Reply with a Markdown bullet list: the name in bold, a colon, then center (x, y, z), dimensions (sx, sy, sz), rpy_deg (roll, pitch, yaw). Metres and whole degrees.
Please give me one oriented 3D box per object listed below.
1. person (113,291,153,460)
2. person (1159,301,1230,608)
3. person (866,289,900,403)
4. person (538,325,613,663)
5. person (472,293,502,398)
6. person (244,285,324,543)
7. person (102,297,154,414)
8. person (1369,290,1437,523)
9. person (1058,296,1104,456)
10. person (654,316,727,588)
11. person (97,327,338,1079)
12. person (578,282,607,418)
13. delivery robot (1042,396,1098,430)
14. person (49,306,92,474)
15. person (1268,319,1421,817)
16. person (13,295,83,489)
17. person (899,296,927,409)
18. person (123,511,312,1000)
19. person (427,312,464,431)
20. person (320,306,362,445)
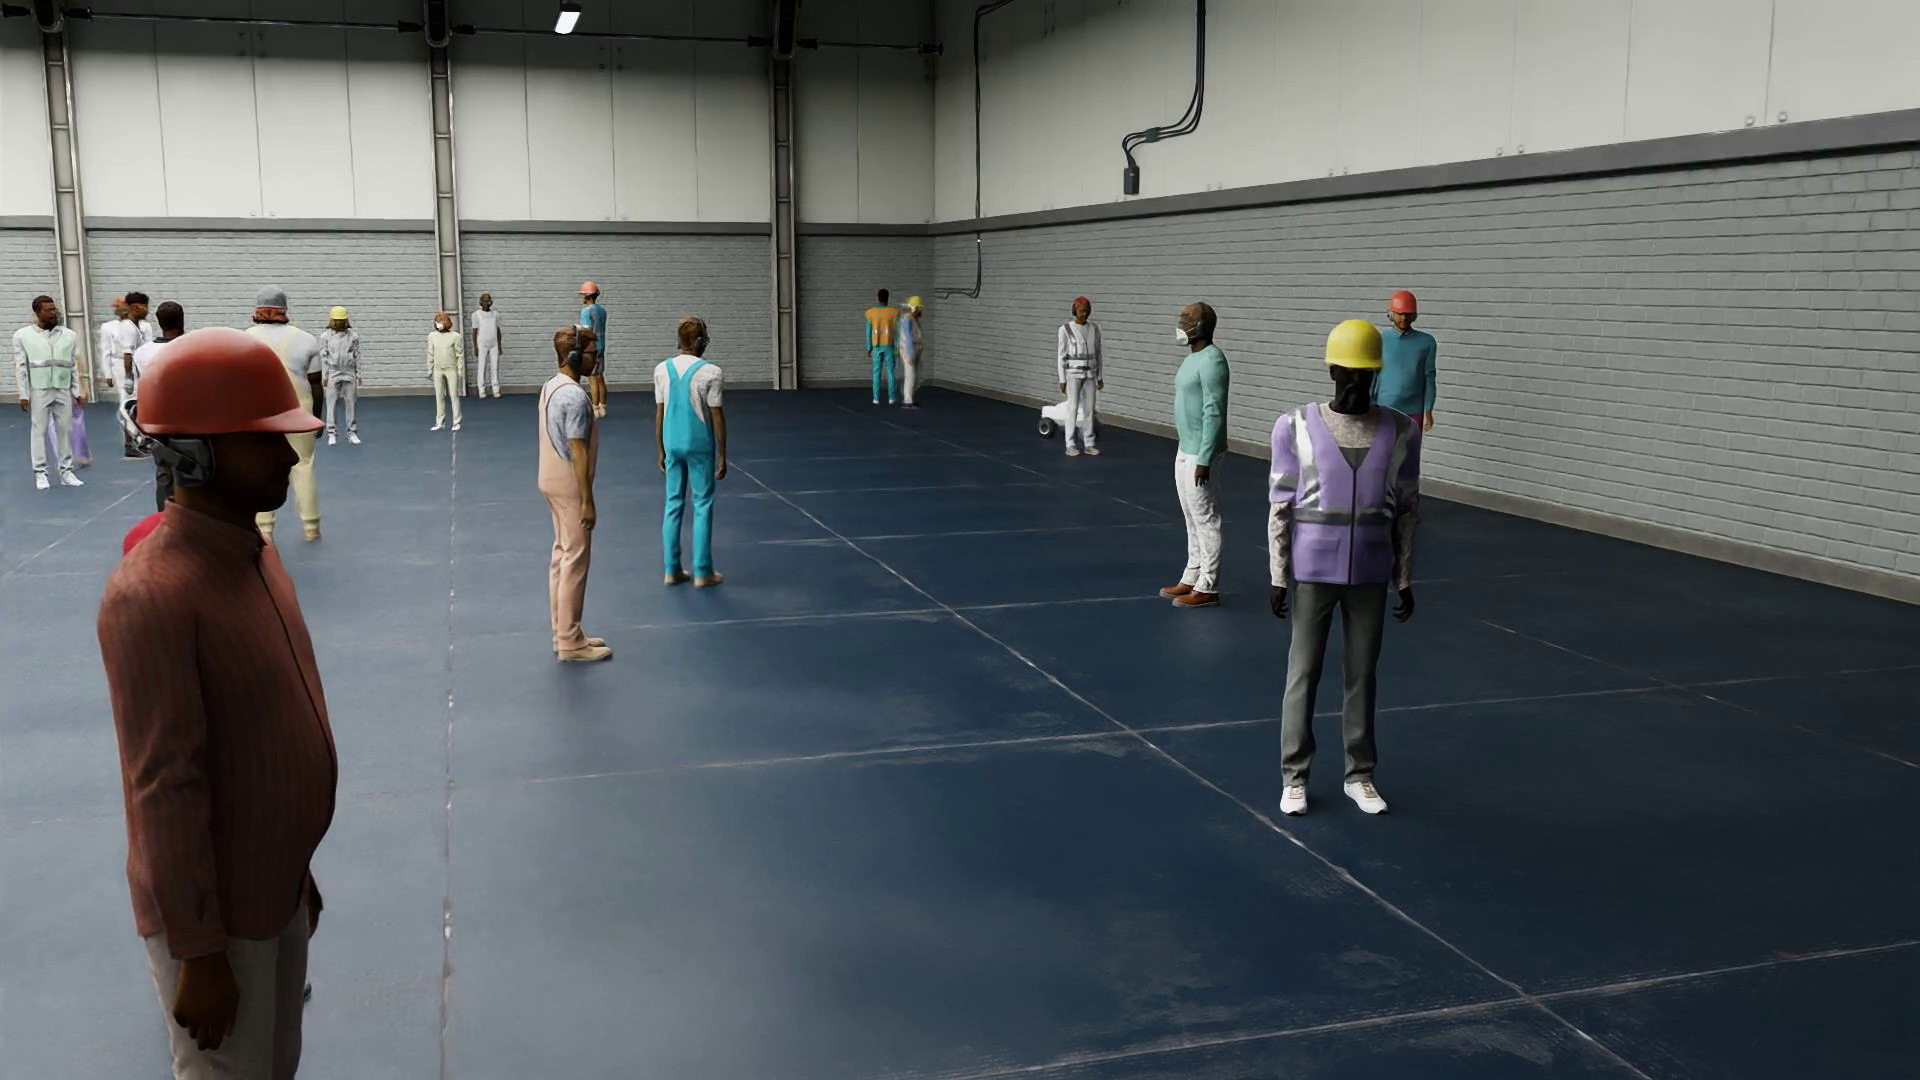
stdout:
- **person**: center (-9.571, -1.907, 19.257), dimensions (0.432, 1.946, 0.645), rpy_deg (-3, 9, -17)
- **person**: center (1.508, -0.538, 10.565), dimensions (0.372, 1.940, 0.631), rpy_deg (-1, 9, -6)
- **person**: center (-1.279, -3.240, 27.867), dimensions (0.593, 1.920, 0.392), rpy_deg (1, 9, 4)
- **person**: center (-2.094, -0.244, 9.034), dimensions (0.360, 1.837, 0.506), rpy_deg (-5, 10, -28)
- **person**: center (-8.268, -3.390, 29.100), dimensions (0.501, 1.839, 0.342), rpy_deg (-6, 11, -35)
- **person**: center (-5.404, -0.999, 13.179), dimensions (0.688, 2.000, 0.536), rpy_deg (-4, 10, -26)
- **person**: center (-10.128, -2.040, 20.407), dimensions (0.593, 1.849, 0.773), rpy_deg (-9, 12, -44)
- **person**: center (3.747, -1.126, 14.185), dimensions (0.608, 1.987, 0.403), rpy_deg (1, 9, 3)
- **person**: center (1.424, -1.927, 19.632), dimensions (0.584, 1.878, 0.363), rpy_deg (-5, 10, -28)
- **person**: center (-1.806, -0.586, 11.221), dimensions (0.516, 1.835, 0.357), rpy_deg (3, 9, 17)
- **person**: center (-1.283, 0.623, 2.977), dimensions (0.380, 1.994, 0.618), rpy_deg (-1, 9, -8)
- **person**: center (-5.508, -2.834, 24.882), dimensions (0.374, 2.044, 0.606), rpy_deg (2, 9, 14)
- **delivery robot**: center (1.433, -1.634, 21.660), dimensions (0.707, 0.478, 0.477), rpy_deg (6, 11, 34)
- **person**: center (-9.729, -1.637, 18.064), dimensions (0.578, 1.783, 0.925), rpy_deg (-3, 9, -17)
- **person**: center (1.485, 0.112, 6.451), dimensions (0.585, 1.928, 0.366), rpy_deg (0, 9, -2)
- **person**: center (-9.094, -1.477, 16.611), dimensions (0.382, 1.921, 0.597), rpy_deg (7, 11, 38)
- **person**: center (-0.759, -3.005, 26.706), dimensions (0.427, 1.810, 0.586), rpy_deg (2, 9, 15)
- **person**: center (-2.061, 0.487, 4.670), dimensions (0.574, 1.737, 0.353), rpy_deg (5, 10, 30)
- **person**: center (-7.063, -2.311, 22.844), dimensions (0.504, 1.632, 0.270), rpy_deg (1, 9, 8)
- **person**: center (-7.797, -2.072, 20.978), dimensions (0.492, 1.740, 0.325), rpy_deg (-6, 11, -33)
